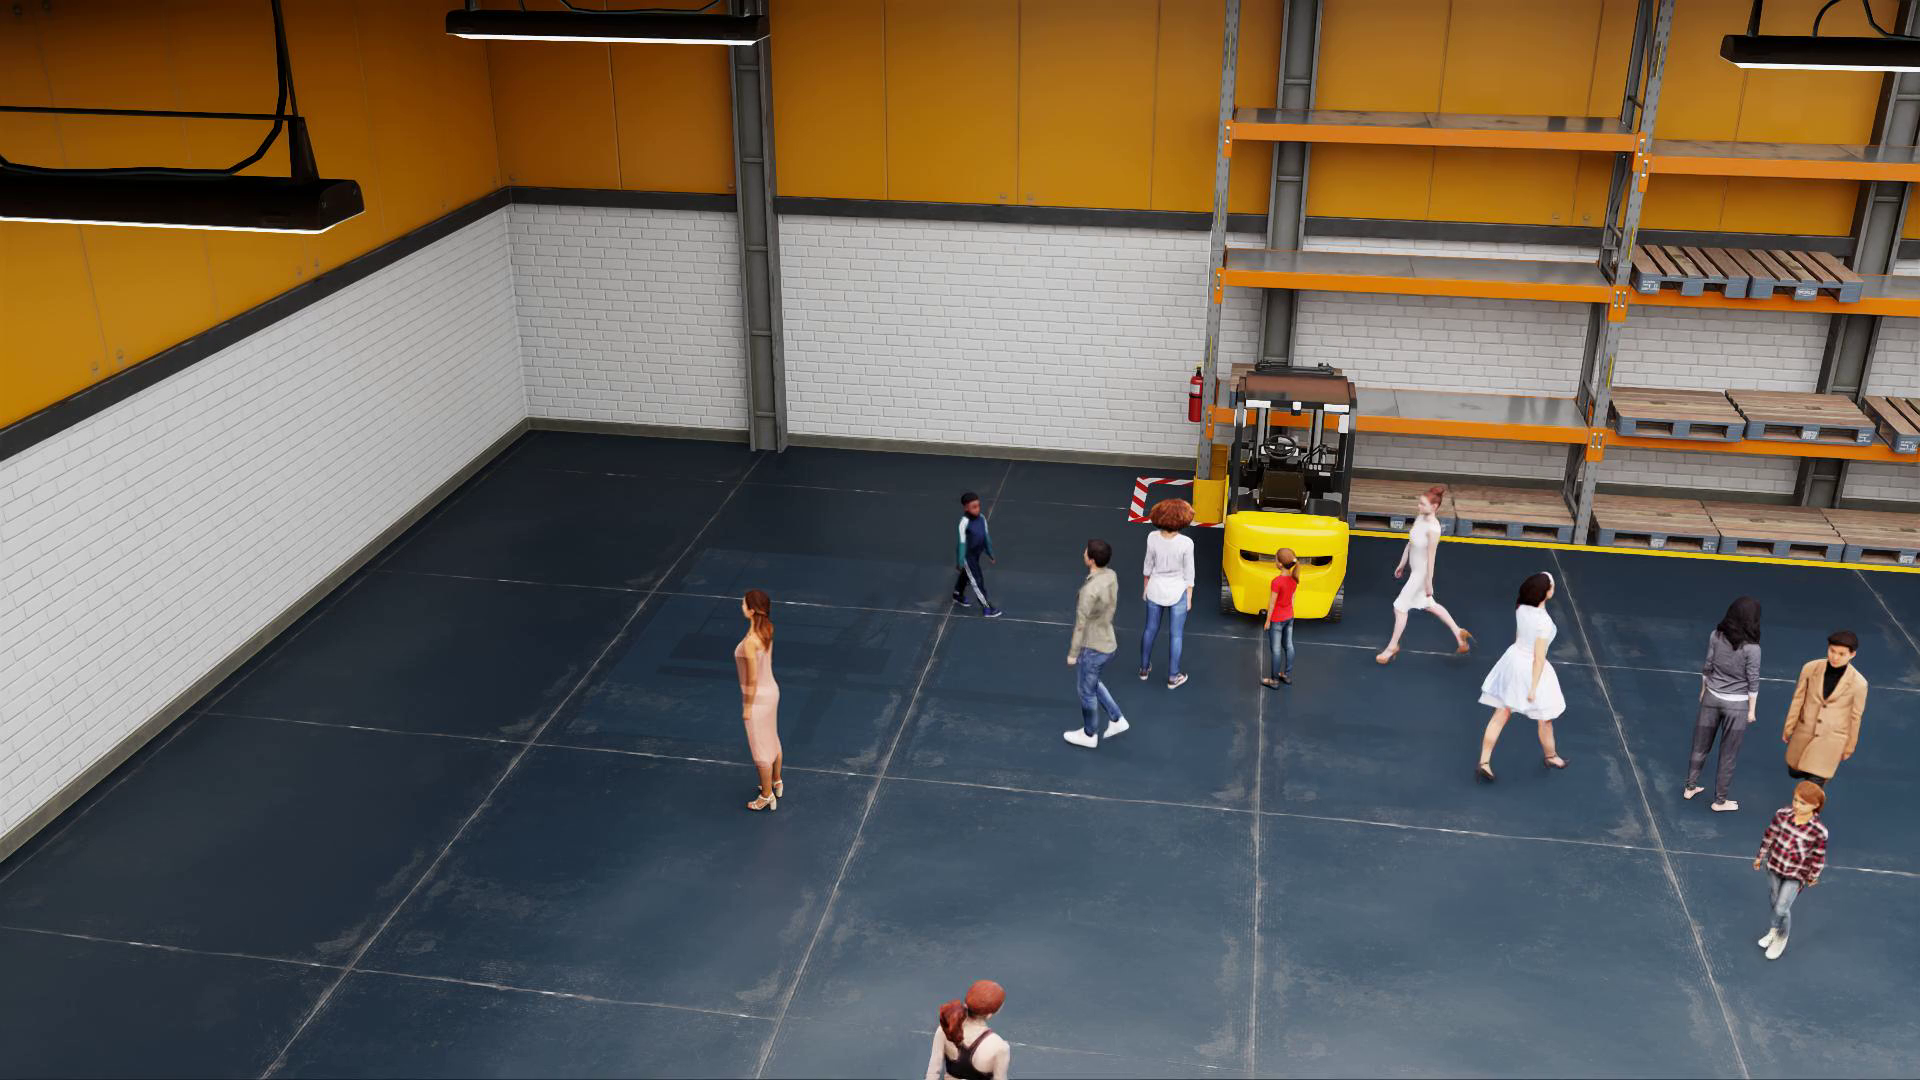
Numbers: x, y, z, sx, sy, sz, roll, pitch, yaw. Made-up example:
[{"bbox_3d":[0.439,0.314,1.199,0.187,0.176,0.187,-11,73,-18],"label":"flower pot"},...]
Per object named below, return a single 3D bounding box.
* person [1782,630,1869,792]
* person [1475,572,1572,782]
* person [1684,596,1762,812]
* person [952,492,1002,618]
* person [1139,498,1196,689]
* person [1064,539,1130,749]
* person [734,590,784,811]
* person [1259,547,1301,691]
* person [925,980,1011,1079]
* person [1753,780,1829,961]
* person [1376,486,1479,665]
[{"bbox_3d":[6.464,1.416,12.415,1.029,1.704,1.003,-20,31,-38],"label":"person"},{"bbox_3d":[4.327,1.119,12.999,1.174,1.781,0.966,-7,25,-16],"label":"person"},{"bbox_3d":[5.863,1.243,12.736,0.722,1.765,0.662,-16,28,-32],"label":"person"},{"bbox_3d":[0.073,0.116,15.992,0.953,1.222,0.764,17,29,34],"label":"person"},{"bbox_3d":[1.815,0.451,14.622,0.673,1.704,0.794,14,27,30],"label":"person"},{"bbox_3d":[1.166,0.880,13.453,0.878,1.856,0.819,12,26,25],"label":"person"},{"bbox_3d":[-1.520,1.216,12.713,0.526,1.832,0.611,6,24,14],"label":"person"},{"bbox_3d":[2.831,0.684,14.586,0.546,1.307,0.600,-19,30,-36],"label":"person"},{"bbox_3d":[-0.020,3.055,8.607,0.581,1.751,0.836,1,24,3],"label":"person"},{"bbox_3d":[5.611,2.177,11.185,0.700,1.296,0.645,-13,27,-27],"label":"person"},{"bbox_3d":[4.198,0.350,14.792,1.152,1.754,0.708,1,24,2],"label":"person"}]
